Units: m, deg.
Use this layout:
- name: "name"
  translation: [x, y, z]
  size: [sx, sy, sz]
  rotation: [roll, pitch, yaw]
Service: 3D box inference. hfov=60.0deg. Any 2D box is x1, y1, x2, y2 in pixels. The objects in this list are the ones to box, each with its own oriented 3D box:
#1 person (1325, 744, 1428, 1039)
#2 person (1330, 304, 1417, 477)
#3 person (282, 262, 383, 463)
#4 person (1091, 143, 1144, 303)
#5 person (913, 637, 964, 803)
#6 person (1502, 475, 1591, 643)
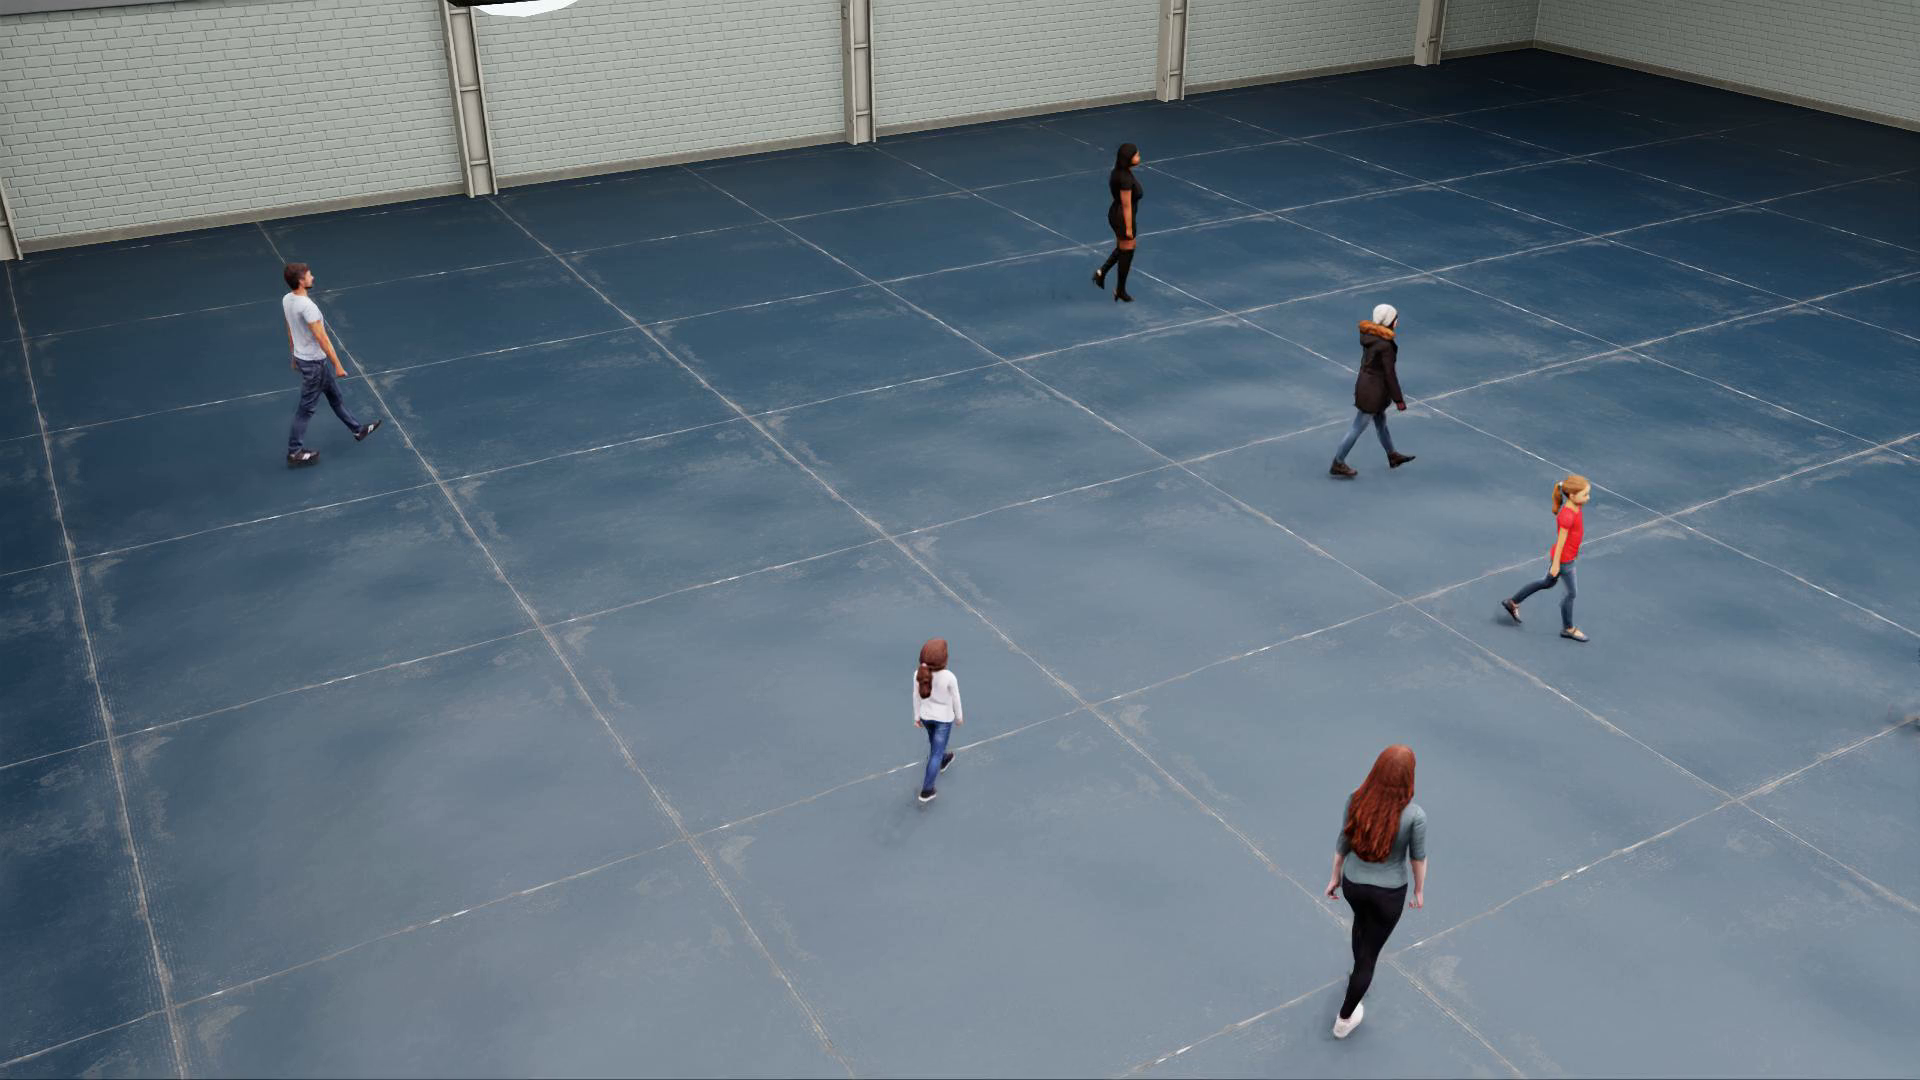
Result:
- name: "person"
  translation: [2.082, 1.843, 8.496]
  size: [0.821, 1.725, 0.929]
  rotation: [16, 31, 29]
- name: "person"
  translation: [3.576, -1.281, 14.708]
  size: [1.134, 1.592, 0.946]
  rotation: [-1, 27, -1]
- name: "person"
  translation: [-5.925, -1.554, 14.995]
  size: [1.246, 1.816, 0.843]
  rotation: [-22, 35, -37]
- name: "person"
  translation: [1.776, -3.596, 18.933]
  size: [0.898, 1.840, 0.820]
  rotation: [-2, 27, -3]
- name: "person"
  translation: [-0.165, 1.142, 10.556]
  size: [0.727, 1.084, 0.852]
  rotation: [11, 29, 20]
- name: "person"
  translation: [4.396, 0.112, 12.335]
  size: [0.849, 1.287, 0.890]
  rotation: [13, 30, 24]
